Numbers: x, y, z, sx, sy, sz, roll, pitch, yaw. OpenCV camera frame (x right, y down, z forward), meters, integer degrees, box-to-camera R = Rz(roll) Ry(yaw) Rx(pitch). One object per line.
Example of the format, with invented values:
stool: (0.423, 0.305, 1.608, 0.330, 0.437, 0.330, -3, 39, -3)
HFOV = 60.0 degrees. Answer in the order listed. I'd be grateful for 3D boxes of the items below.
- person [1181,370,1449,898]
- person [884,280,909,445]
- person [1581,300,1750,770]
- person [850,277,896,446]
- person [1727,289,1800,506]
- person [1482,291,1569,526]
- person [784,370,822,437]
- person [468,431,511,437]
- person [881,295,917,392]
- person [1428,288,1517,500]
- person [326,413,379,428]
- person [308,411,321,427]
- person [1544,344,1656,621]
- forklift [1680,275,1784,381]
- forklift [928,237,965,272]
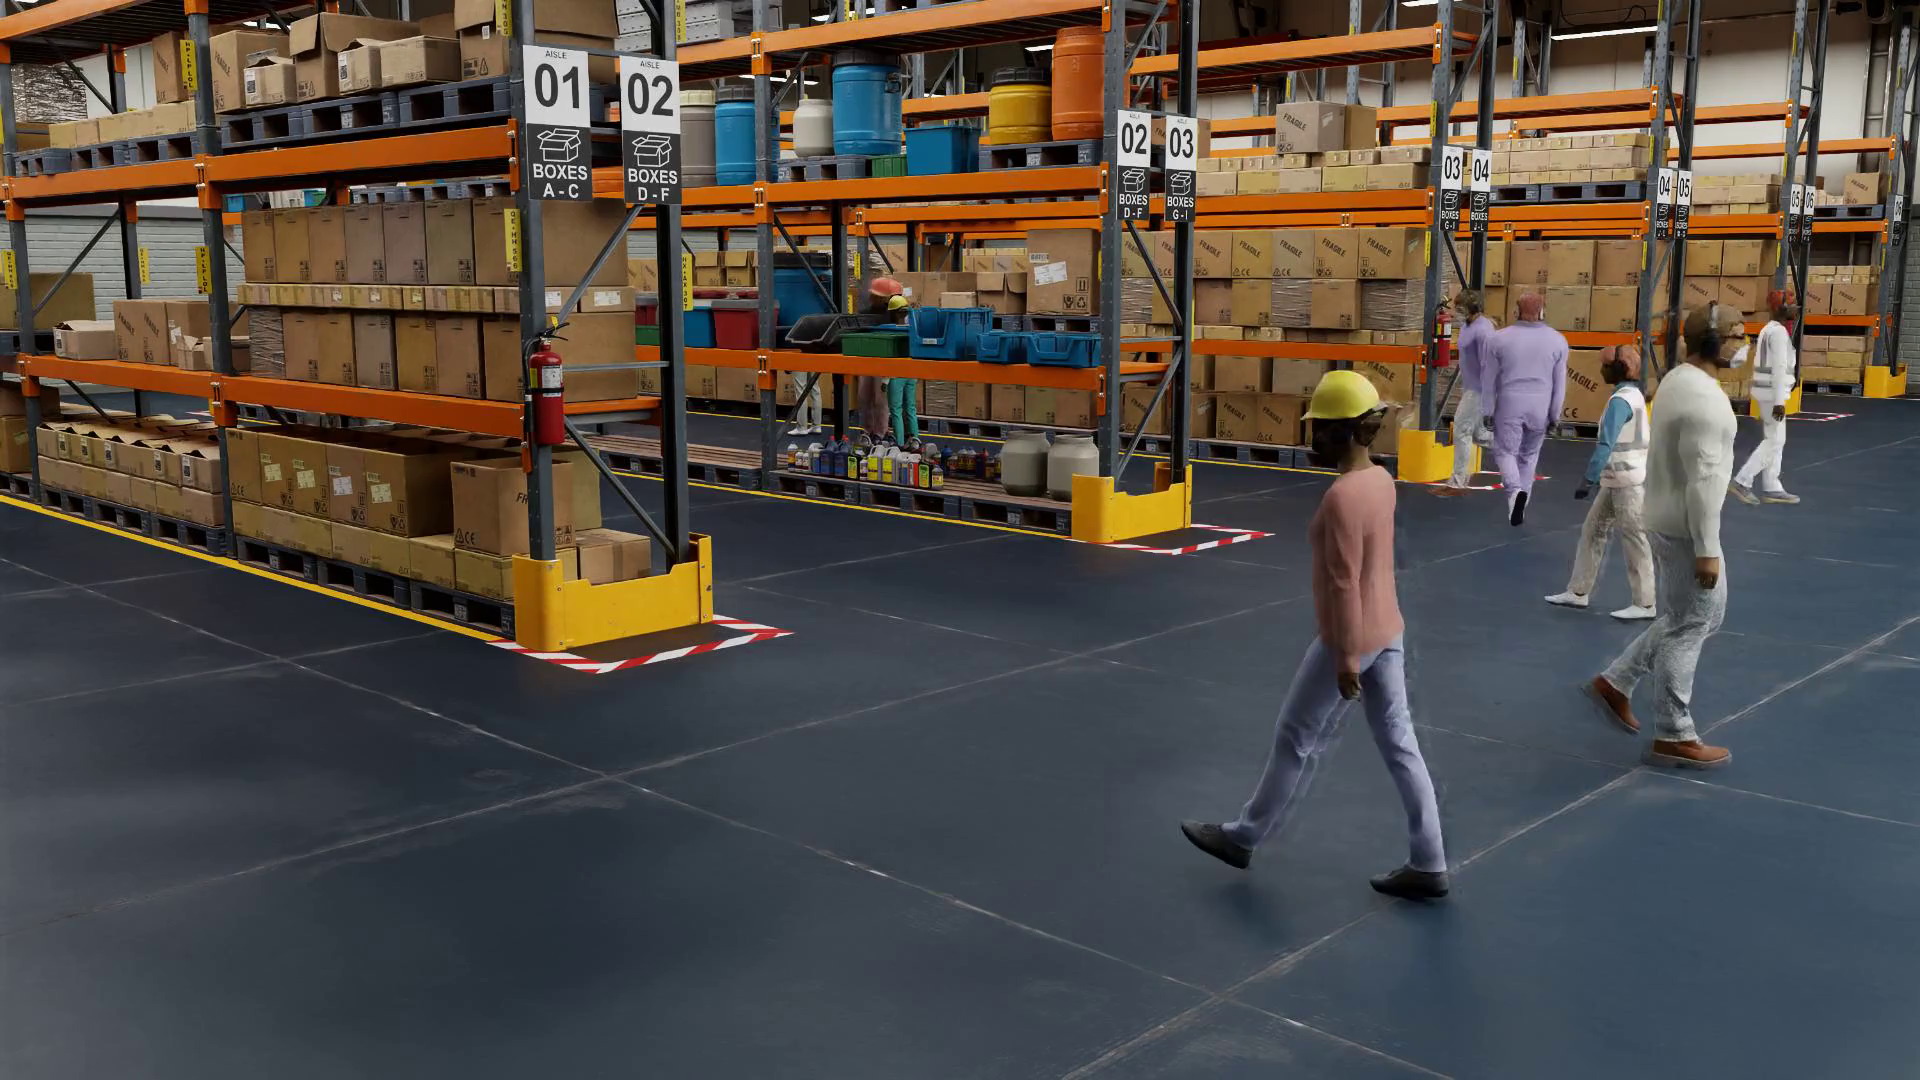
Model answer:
person: (1.217, 0.309, 5.477, 0.925, 1.719, 0.534, 6, 11, 33)
person: (-0.757, -1.996, 18.981, 0.385, 1.930, 0.541, -2, 9, -11)
person: (2.962, -0.021, 6.863, 0.502, 1.928, 0.627, 3, 10, 17)
person: (-0.958, -1.926, 18.484, 0.743, 1.961, 0.380, 7, 11, 36)
person: (7.108, -1.248, 14.553, 0.507, 1.879, 0.598, 3, 10, 20)
person: (4.496, -1.037, 13.260, 0.638, 1.881, 0.808, 1, 9, 8)
person: (-1.930, -2.247, 20.503, 0.375, 1.925, 0.595, 9, 13, 42)
person: (-3.949, -1.124, 13.915, 0.599, 1.832, 0.404, -9, 13, -43)
person: (-0.655, -1.733, 17.854, 0.318, 1.766, 0.534, 8, 12, 40)
person: (4.723, -1.311, 14.916, 0.901, 1.887, 0.689, 0, 9, 3)
person: (-5.394, -1.280, 14.859, 0.592, 1.834, 0.404, -6, 11, -32)
person: (-7.154, -1.915, 18.884, 0.959, 1.794, 0.632, 9, 13, 44)
person: (3.782, -0.336, 9.771, 0.740, 1.607, 0.513, 4, 10, 24)
forklift: (12.480, -3.427, 27.053, 1.214, 2.155, 2.313, 9, 13, 43)
forklift: (-0.326, -5.817, 39.609, 1.129, 2.768, 1.873, 9, 13, 43)
